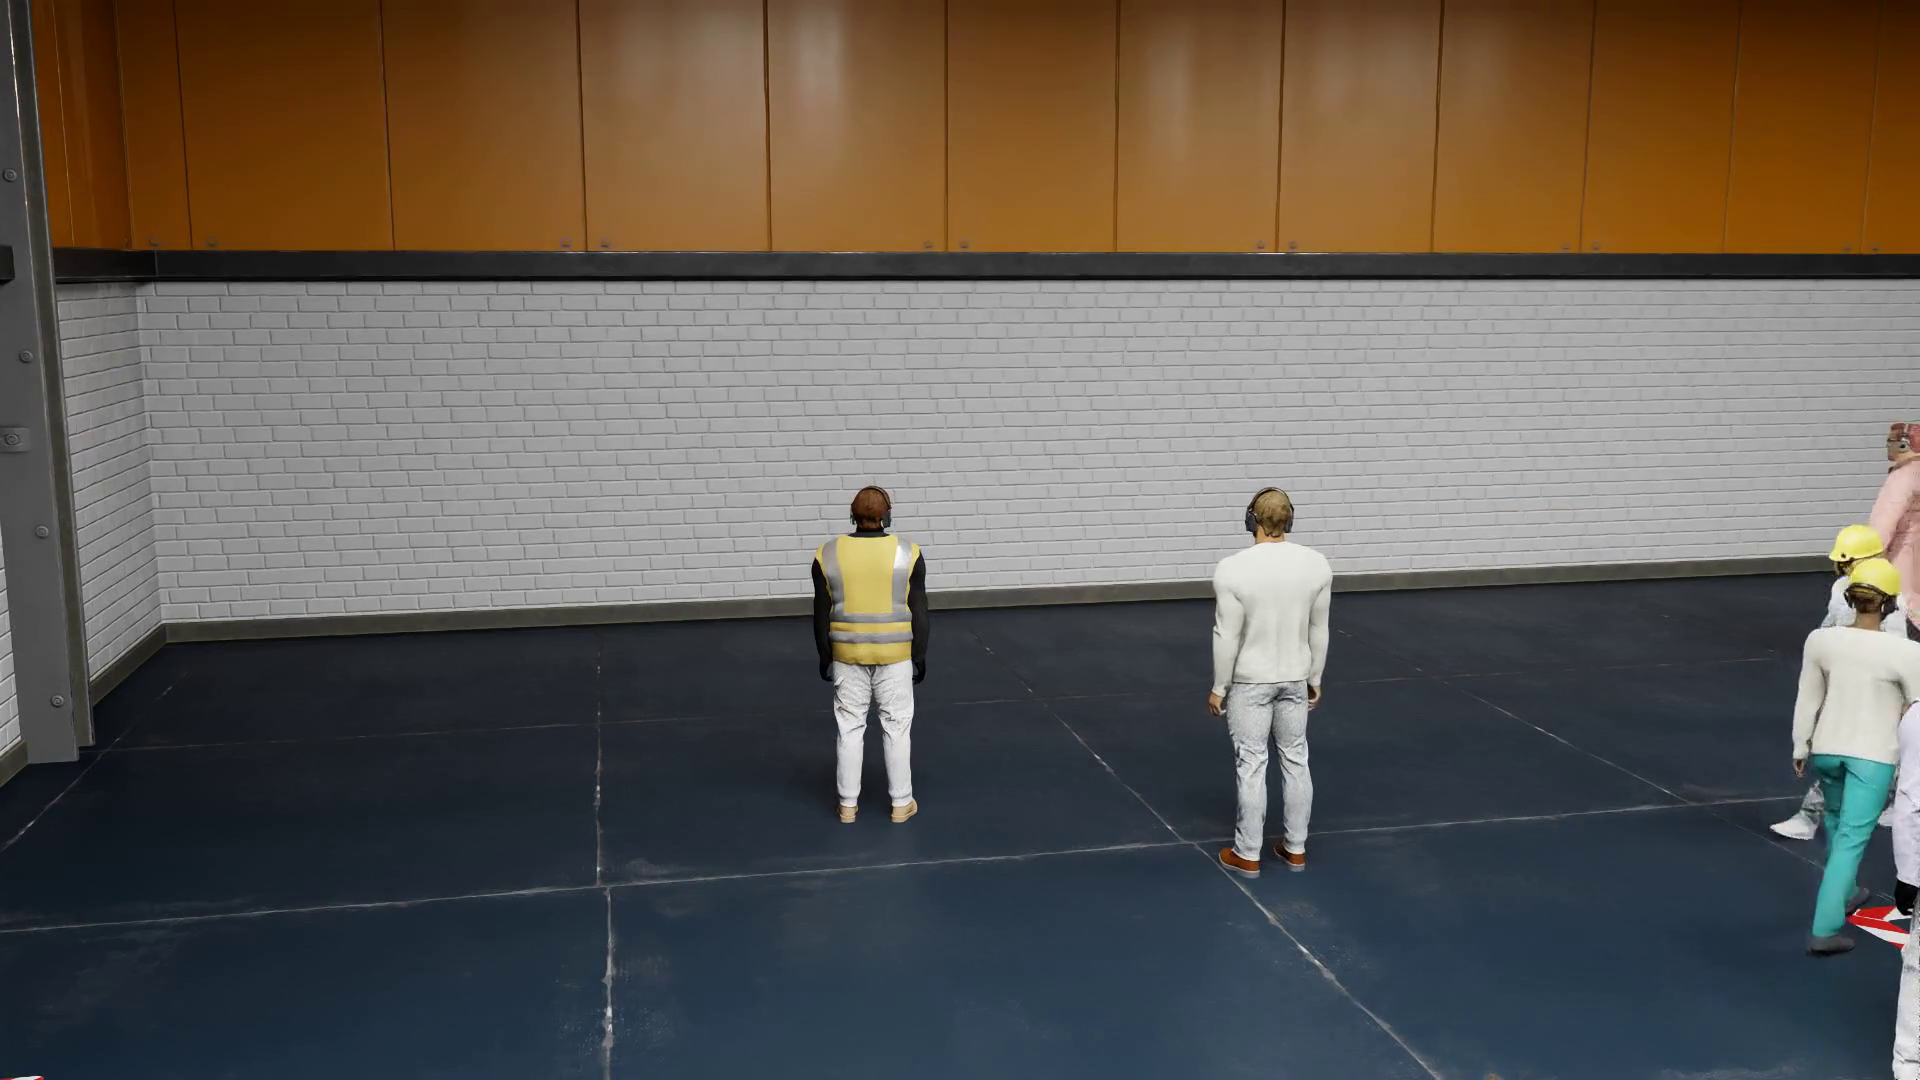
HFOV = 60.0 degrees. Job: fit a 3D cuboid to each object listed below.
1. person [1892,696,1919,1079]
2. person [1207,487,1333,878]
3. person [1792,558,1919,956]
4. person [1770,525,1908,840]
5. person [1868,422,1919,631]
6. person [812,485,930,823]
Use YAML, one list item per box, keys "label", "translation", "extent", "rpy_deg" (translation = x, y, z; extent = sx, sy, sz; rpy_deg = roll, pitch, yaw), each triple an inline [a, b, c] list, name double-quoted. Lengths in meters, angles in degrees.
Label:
- label: "person"
  translation: [3.536, 1.160, 5.710]
  extent: [0.625, 1.843, 0.430]
  rpy_deg: [1, 9, 8]
- label: "person"
  translation: [1.516, 0.702, 8.206]
  extent: [0.627, 1.940, 0.370]
  rpy_deg: [-3, 10, -16]
- label: "person"
  translation: [4.040, 0.944, 7.384]
  extent: [0.851, 1.732, 0.546]
  rpy_deg: [-6, 11, -31]
- label: "person"
  translation: [4.734, 0.744, 8.732]
  extent: [0.923, 1.675, 0.526]
  rpy_deg: [-1, 9, -5]
- label: "person"
  translation: [7.029, 0.057, 12.383]
  extent: [0.954, 1.866, 0.641]
  rpy_deg: [6, 11, 32]
- label: "person"
  translation: [-0.473, 0.622, 8.996]
  extent: [0.626, 1.844, 0.429]
  rpy_deg: [0, 9, 2]
